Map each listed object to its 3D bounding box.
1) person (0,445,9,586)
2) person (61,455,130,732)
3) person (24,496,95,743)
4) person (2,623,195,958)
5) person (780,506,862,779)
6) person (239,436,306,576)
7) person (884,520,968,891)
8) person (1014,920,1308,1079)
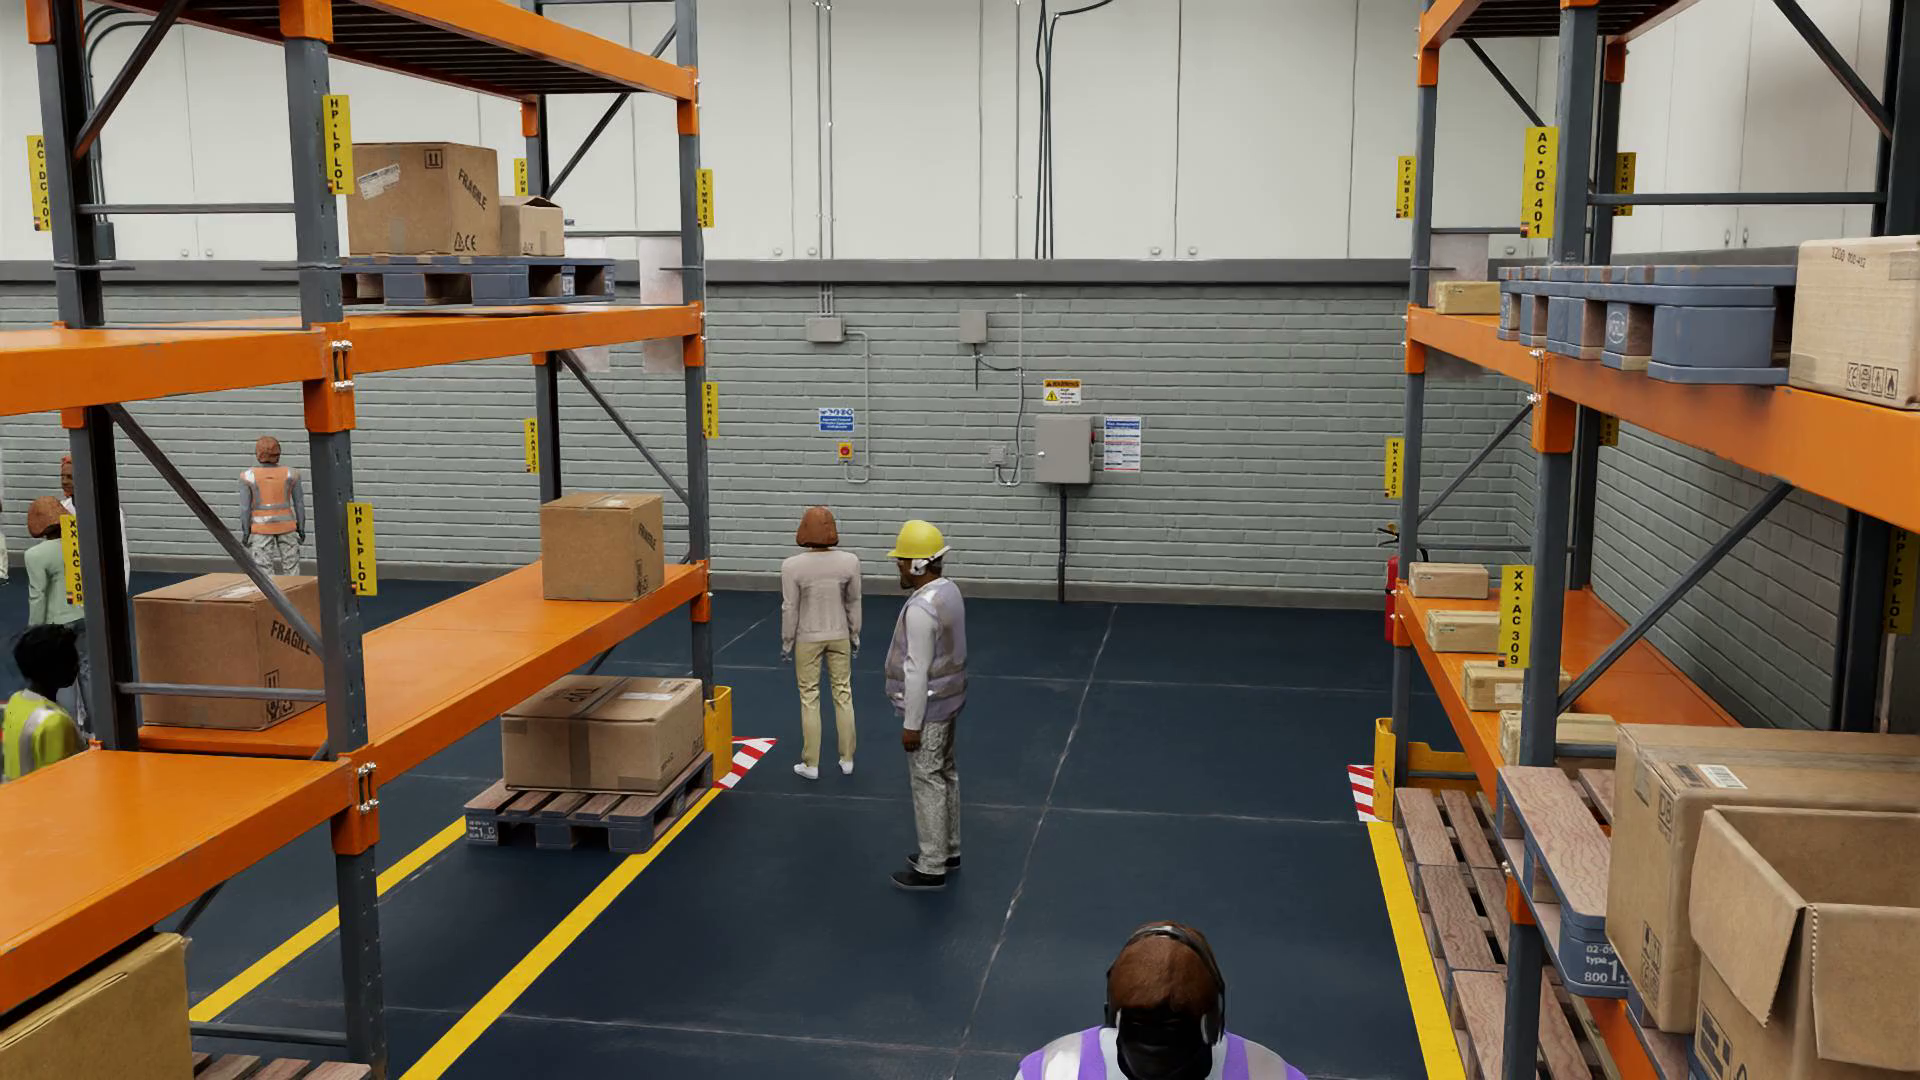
[{"bbox_3d":[-9.434,-0.410,15.963,0.577,1.737,0.355,3,10,19],"label":"person"},{"bbox_3d":[-5.550,0.386,10.595,0.577,1.884,0.353,3,10,18],"label":"person"},{"bbox_3d":[-5.654,0.532,10.468,0.281,1.632,0.499,2,9,14],"label":"person"},{"bbox_3d":[-3.576,1.136,6.690,0.873,1.639,0.541,-8,12,-41],"label":"person"},{"bbox_3d":[-0.830,0.611,9.967,0.507,1.635,0.267,-4,10,-23],"label":"person"},{"bbox_3d":[-5.817,-0.060,14.101,0.520,1.639,0.312,-5,11,-29],"label":"person"},{"bbox_3d":[-0.168,0.808,8.203,0.404,1.824,0.586,2,9,12],"label":"person"},{"bbox_3d":[0.374,1.609,3.194,0.633,1.839,0.429,1,9,4],"label":"person"}]
